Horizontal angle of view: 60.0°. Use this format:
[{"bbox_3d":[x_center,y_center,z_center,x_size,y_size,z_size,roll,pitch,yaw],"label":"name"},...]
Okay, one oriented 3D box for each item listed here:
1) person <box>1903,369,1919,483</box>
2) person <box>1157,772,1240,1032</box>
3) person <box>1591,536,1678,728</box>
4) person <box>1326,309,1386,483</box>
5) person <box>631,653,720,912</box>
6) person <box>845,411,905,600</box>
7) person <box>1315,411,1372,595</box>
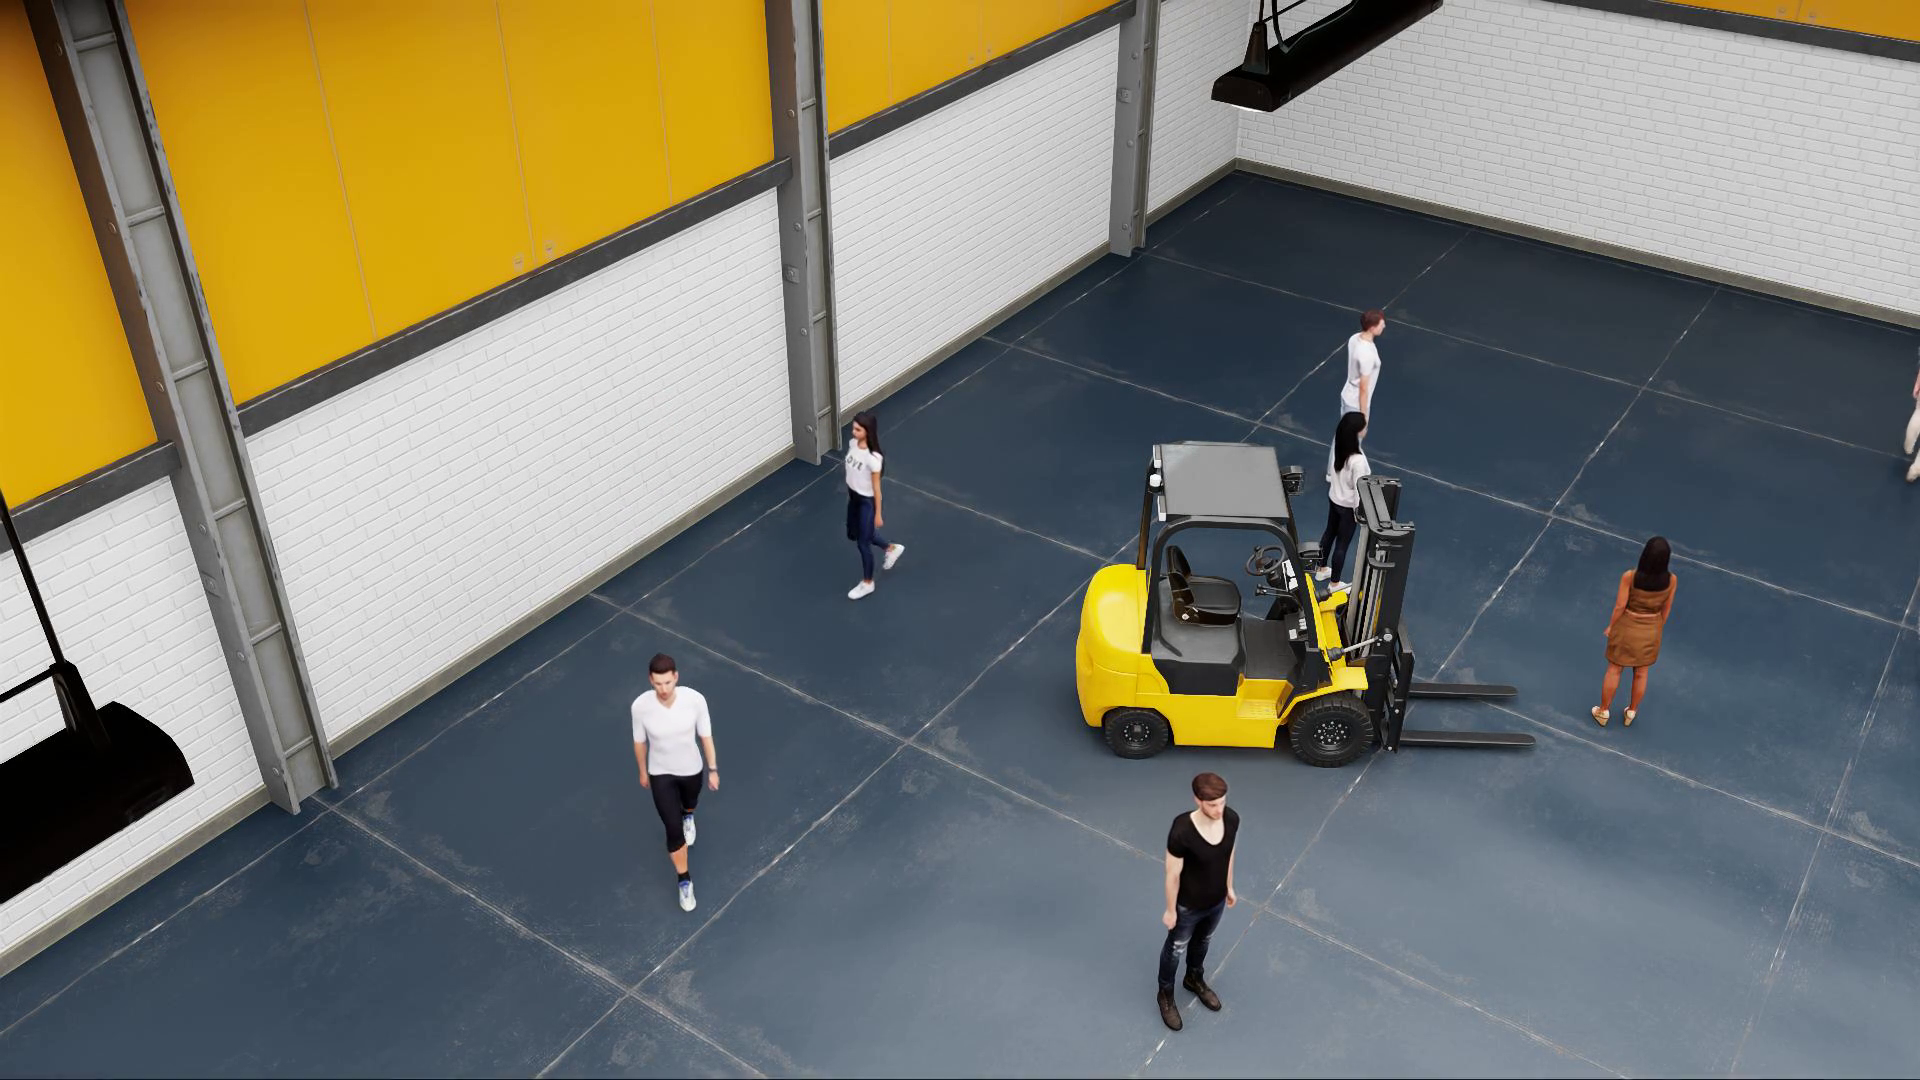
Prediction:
[{"bbox_3d":[9.142,-1.381,15.491,0.647,1.817,1.007,23,40,30],"label":"person"},{"bbox_3d":[1.437,2.149,10.109,0.675,1.896,0.812,-17,37,-24],"label":"person"},{"bbox_3d":[5.074,0.694,12.485,0.643,1.690,0.658,3,34,4],"label":"person"},{"bbox_3d":[3.632,-1.271,15.297,0.776,1.850,0.687,-2,34,-3],"label":"person"},{"bbox_3d":[-1.908,1.481,11.184,1.204,1.819,1.225,-7,34,-11],"label":"person"},{"bbox_3d":[-0.719,-0.325,13.955,0.928,1.760,0.785,-19,38,-26],"label":"person"},{"bbox_3d":[3.237,-0.331,14.017,0.749,1.701,0.710,-9,35,-13],"label":"person"}]
